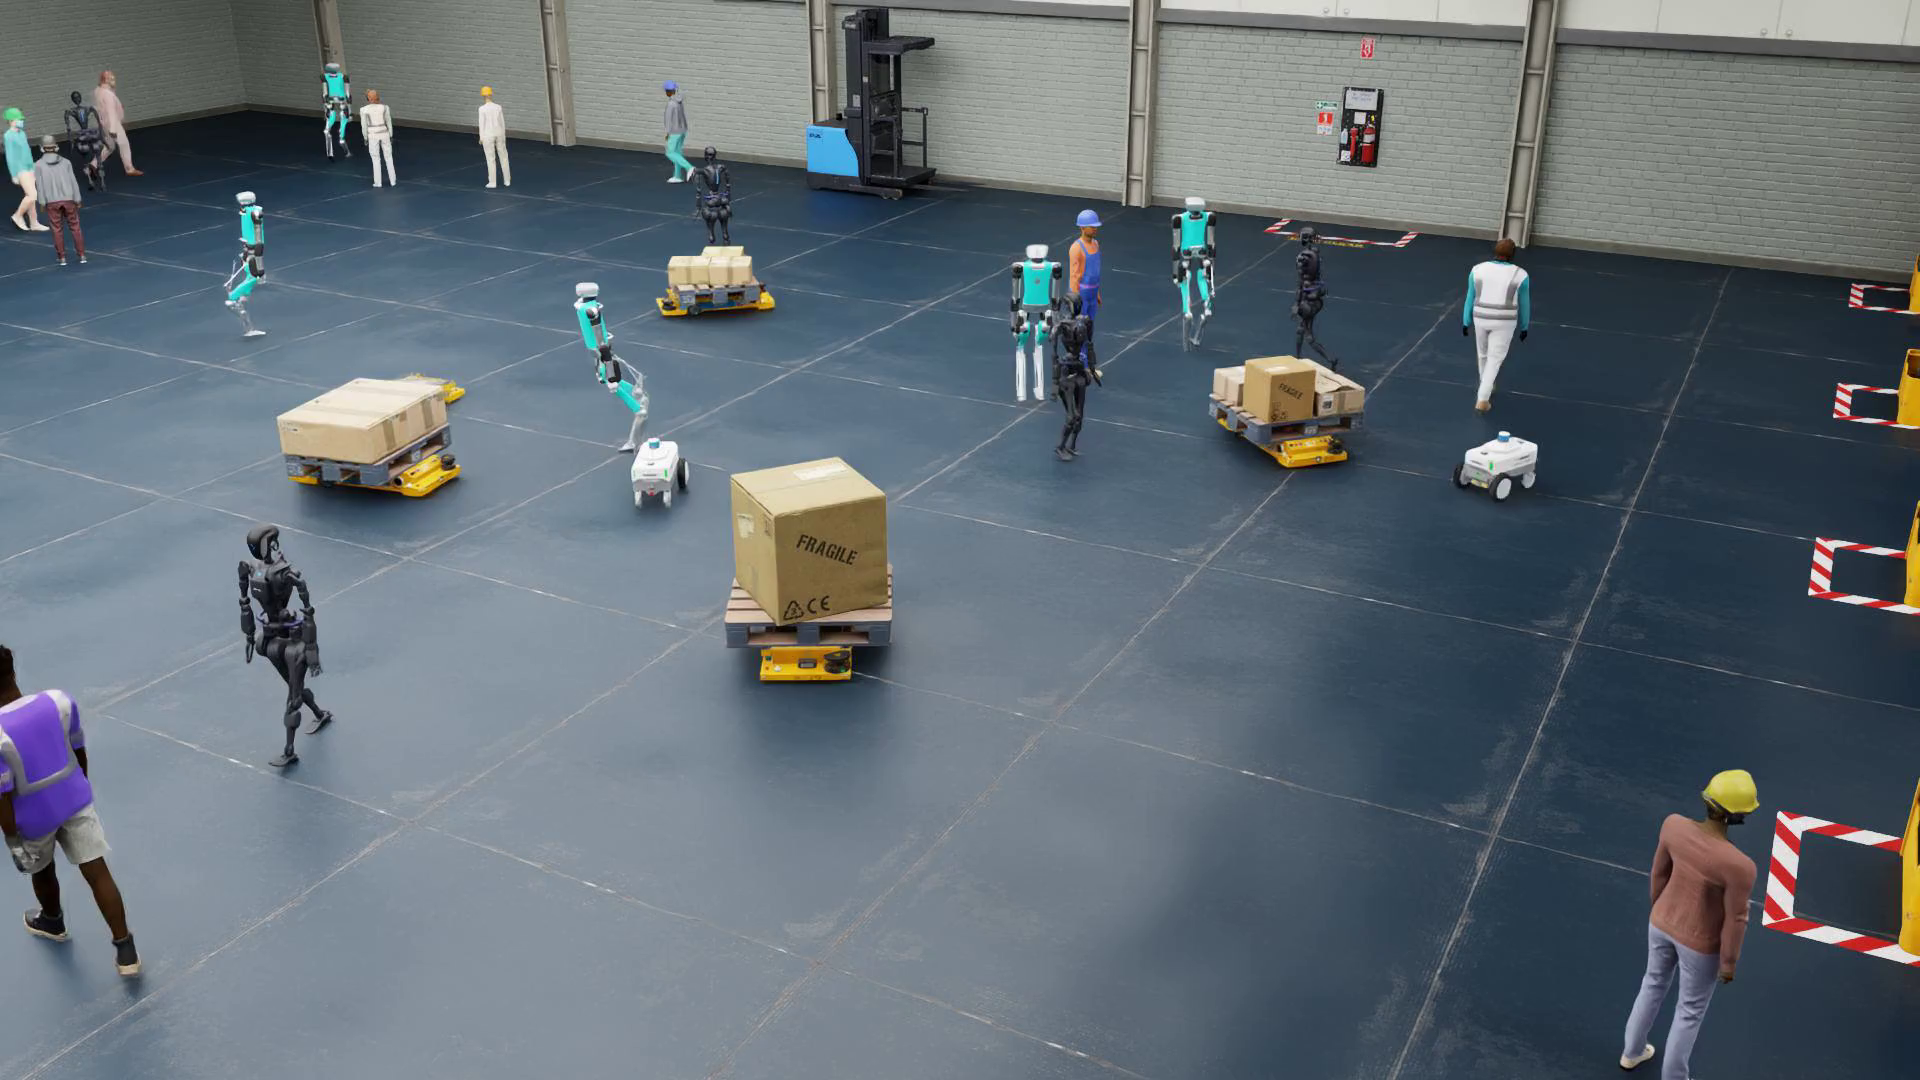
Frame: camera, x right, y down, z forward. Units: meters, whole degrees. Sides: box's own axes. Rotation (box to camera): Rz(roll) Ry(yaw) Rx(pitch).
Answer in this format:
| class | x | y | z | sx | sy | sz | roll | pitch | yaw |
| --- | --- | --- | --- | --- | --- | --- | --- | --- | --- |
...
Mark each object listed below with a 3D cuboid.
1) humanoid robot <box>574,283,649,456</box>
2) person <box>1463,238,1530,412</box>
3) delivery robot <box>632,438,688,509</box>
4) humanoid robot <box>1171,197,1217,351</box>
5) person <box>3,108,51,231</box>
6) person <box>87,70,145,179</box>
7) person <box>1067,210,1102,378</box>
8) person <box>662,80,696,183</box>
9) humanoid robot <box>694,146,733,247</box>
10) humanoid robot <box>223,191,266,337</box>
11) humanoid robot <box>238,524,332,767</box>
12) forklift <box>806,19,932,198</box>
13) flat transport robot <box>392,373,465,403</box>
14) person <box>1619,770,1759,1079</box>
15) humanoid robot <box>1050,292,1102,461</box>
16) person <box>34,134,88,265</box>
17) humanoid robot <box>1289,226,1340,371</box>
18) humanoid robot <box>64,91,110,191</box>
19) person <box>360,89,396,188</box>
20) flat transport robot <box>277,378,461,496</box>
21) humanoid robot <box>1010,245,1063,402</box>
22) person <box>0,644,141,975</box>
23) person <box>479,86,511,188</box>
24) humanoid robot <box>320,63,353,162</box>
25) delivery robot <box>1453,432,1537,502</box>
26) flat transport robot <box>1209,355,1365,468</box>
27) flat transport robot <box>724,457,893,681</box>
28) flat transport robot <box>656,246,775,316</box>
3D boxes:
| class | x | y | z | sx | sy | sz | roll | pitch | yaw |
| --- | --- | --- | --- | --- | --- | --- | --- | --- | --- |
| humanoid robot | -3.293 | -1.627 | 16.163 | 0.771 | 1.823 | 0.530 | -11 | 26 | -24 |
| person | 5.654 | -2.286 | 17.563 | 0.650 | 1.797 | 0.956 | 15 | 27 | 30 |
| delivery robot | -2.796 | -0.646 | 15.304 | 0.499 | 0.593 | 0.789 | -1 | 23 | -1 |
| humanoid robot | 2.776 | -3.022 | 19.485 | 0.546 | 1.907 | 0.704 | -3 | 23 | -8 |
| person | -14.152 | -5.583 | 25.141 | 0.432 | 1.863 | 0.515 | -1 | 23 | -3 |
| person | -14.814 | -7.219 | 28.933 | 0.847 | 1.861 | 0.683 | -21 | 31 | -39 |
| person | 1.380 | -2.690 | 18.349 | 0.362 | 1.910 | 0.514 | 15 | 27 | 31 |
| person | -4.833 | -6.992 | 28.548 | 0.521 | 1.753 | 0.546 | 5 | 24 | 12 |
| humanoid robot | -3.426 | -4.640 | 23.167 | 0.599 | 1.653 | 0.315 | -17 | 29 | -35 |
| humanoid robot | -8.573 | -3.165 | 19.796 | 0.733 | 1.880 | 0.537 | -17 | 29 | -35 |
| humanoid robot | -4.451 | 0.649 | 10.914 | 0.599 | 1.624 | 0.772 | 8 | 24 | 17 |
| forklift | -1.573 | -7.292 | 27.850 | 1.873 | 2.768 | 1.129 | 12 | 26 | 25 |
| flat transport robot | -5.933 | -1.441 | 17.517 | 0.659 | 0.231 | 1.431 | 9 | 25 | 20 |
| person | 3.503 | 1.867 | 7.931 | 0.362 | 1.756 | 0.542 | -11 | 26 | -25 |
| humanoid robot | 1.119 | -1.589 | 16.076 | 0.609 | 1.655 | 0.366 | -19 | 30 | -37 |
| person | -12.638 | -4.781 | 23.349 | 0.550 | 1.806 | 0.381 | -16 | 28 | -33 |
| humanoid robot | 4.028 | -2.712 | 18.735 | 0.695 | 1.623 | 0.609 | 15 | 28 | 32 |
| humanoid robot | -14.670 | -6.711 | 27.996 | 0.609 | 1.643 | 0.418 | -16 | 28 | -33 |
| person | -9.915 | -6.848 | 28.360 | 0.514 | 1.644 | 0.307 | -15 | 27 | -30 |
| flat transport robot | -5.536 | -0.668 | 15.718 | 1.431 | 0.231 | 0.659 | 7 | 24 | 15 |
| humanoid robot | 0.776 | -2.330 | 17.672 | 0.534 | 1.739 | 0.760 | -1 | 23 | -3 |
| person | -4.812 | 1.422 | 8.794 | 1.019 | 1.901 | 0.615 | 14 | 27 | 30 |
| person | -7.945 | -6.847 | 28.301 | 0.474 | 1.690 | 0.327 | -18 | 29 | -35 |
| humanoid robot | -11.501 | -7.804 | 30.549 | 0.535 | 1.785 | 1.040 | 0 | 23 | 0 |
| delivery robot | 5.001 | -0.701 | 15.440 | 0.795 | 0.602 | 0.499 | -16 | 28 | -32 |
| flat transport robot | 3.259 | -1.076 | 16.668 | 0.659 | 0.231 | 1.431 | -8 | 25 | -19 |
| flat transport robot | -1.114 | 0.668 | 12.608 | 0.659 | 0.231 | 1.431 | -1 | 23 | -1 |
| flat transport robot | -3.147 | -3.093 | 21.363 | 1.431 | 0.231 | 0.659 | -7 | 24 | -16 |
